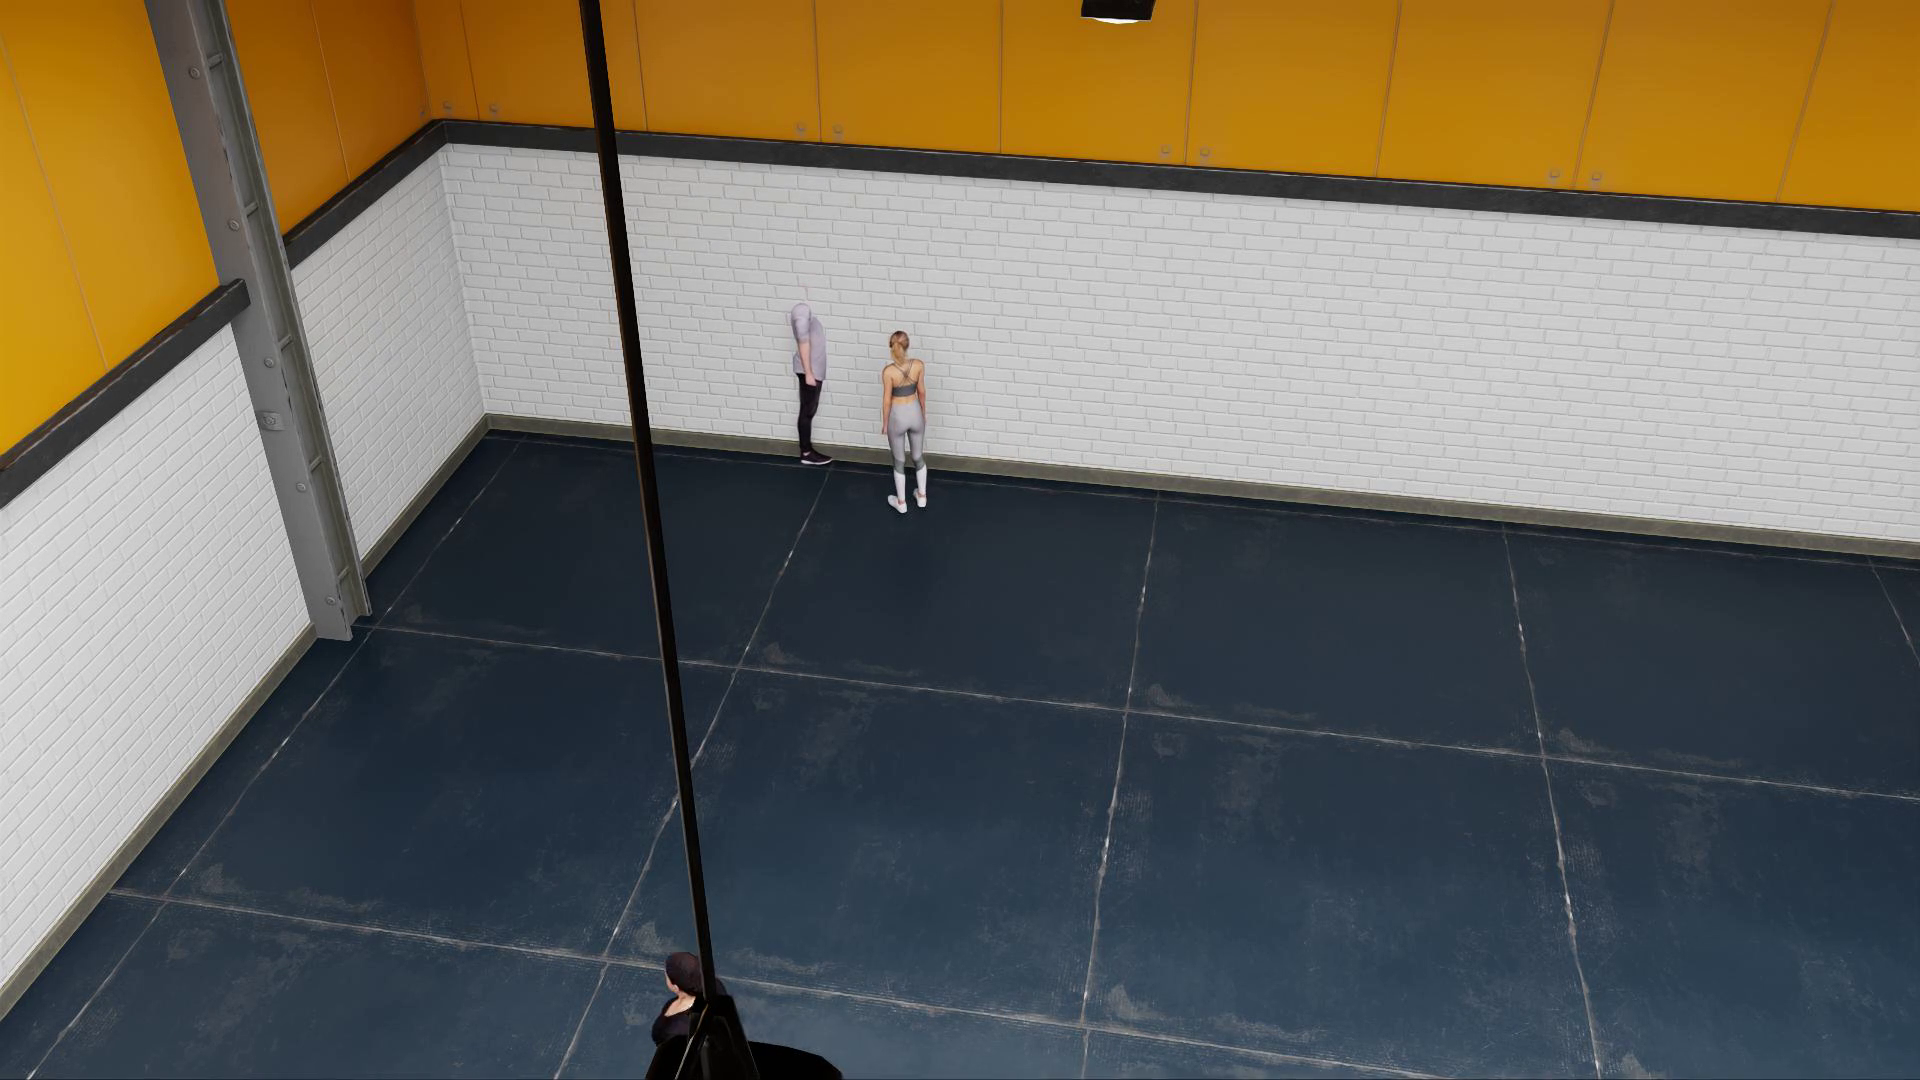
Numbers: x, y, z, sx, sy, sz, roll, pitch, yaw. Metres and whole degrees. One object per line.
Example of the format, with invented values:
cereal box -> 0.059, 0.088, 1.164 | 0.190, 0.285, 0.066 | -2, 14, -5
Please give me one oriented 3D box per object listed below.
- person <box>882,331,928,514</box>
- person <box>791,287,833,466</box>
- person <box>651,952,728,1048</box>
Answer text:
person -> -0.469, -1.020, 14.301 | 0.638, 1.705, 0.667 | -13, 36, -19
person -> -1.356, -1.583, 15.031 | 0.754, 1.835, 0.561 | 1, 34, 2
person -> -1.260, 2.796, 8.519 | 0.821, 1.750, 0.700 | 14, 36, 20
